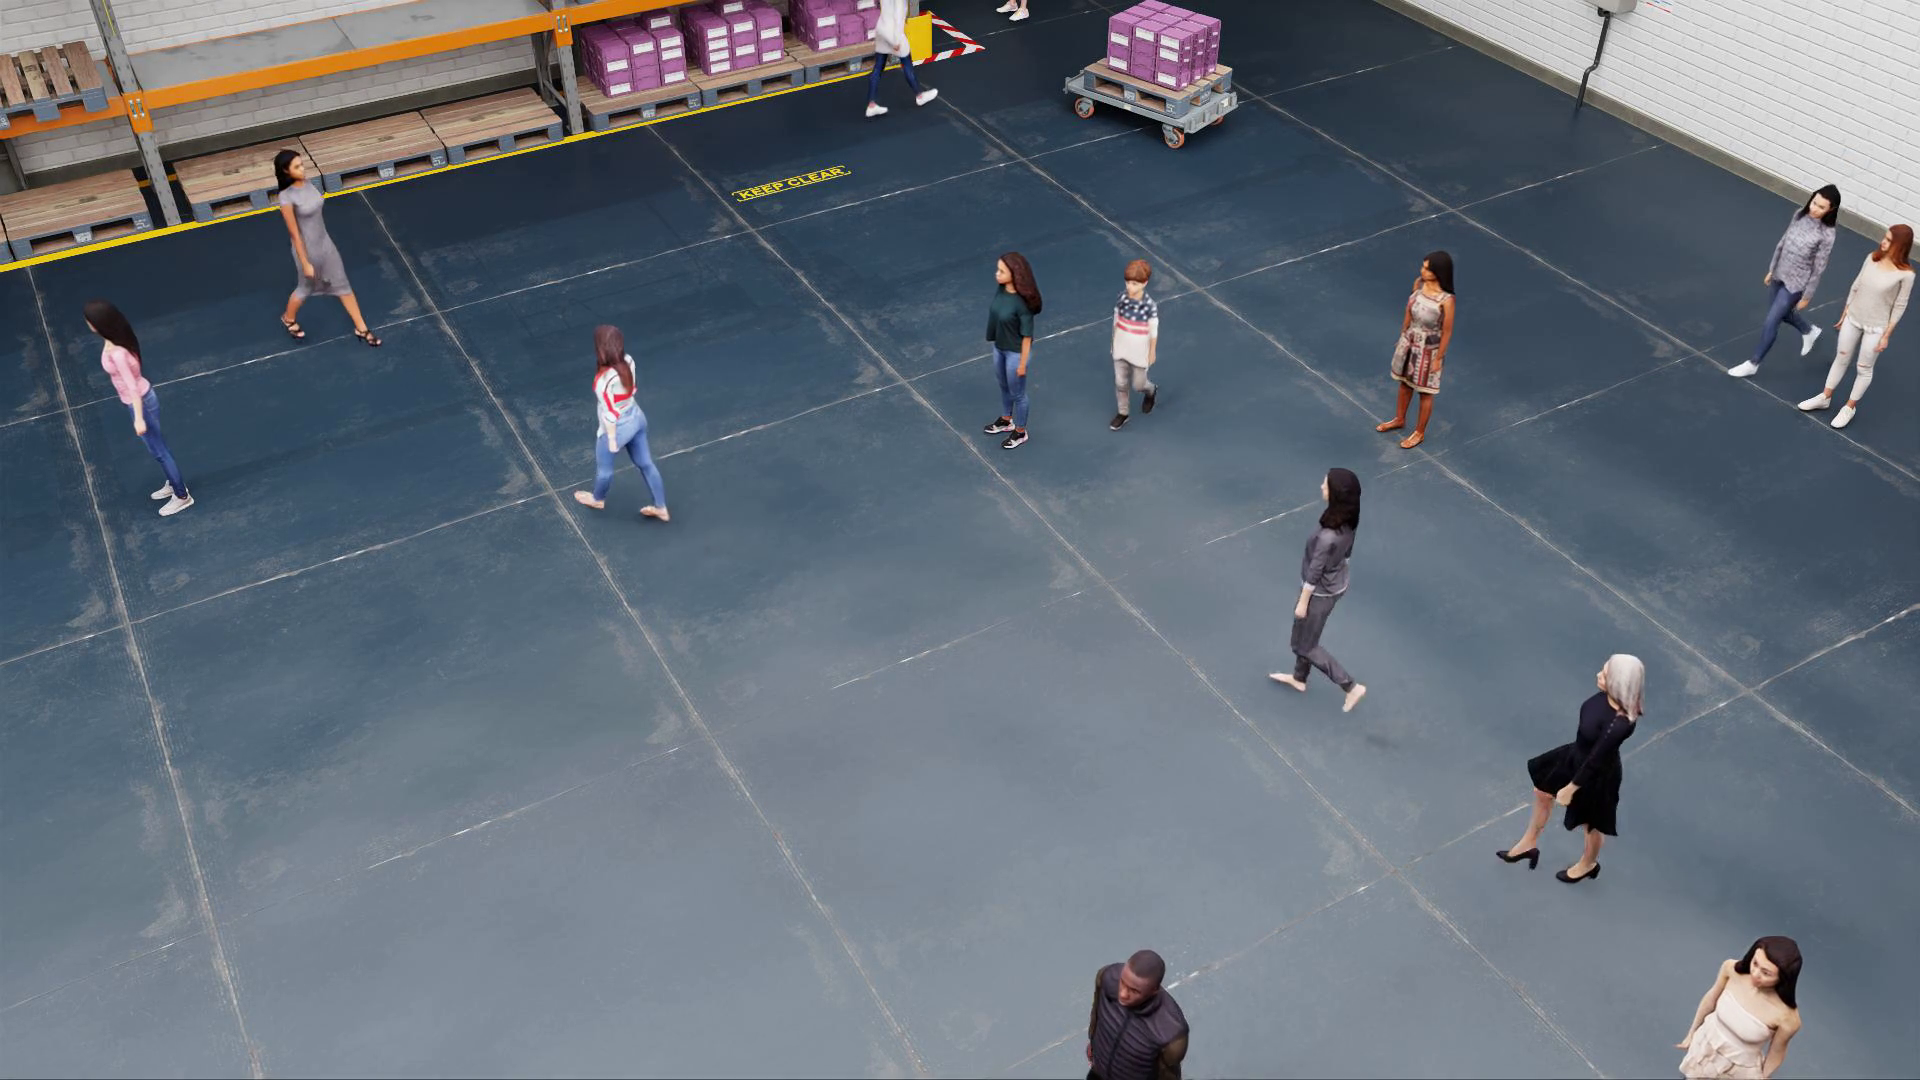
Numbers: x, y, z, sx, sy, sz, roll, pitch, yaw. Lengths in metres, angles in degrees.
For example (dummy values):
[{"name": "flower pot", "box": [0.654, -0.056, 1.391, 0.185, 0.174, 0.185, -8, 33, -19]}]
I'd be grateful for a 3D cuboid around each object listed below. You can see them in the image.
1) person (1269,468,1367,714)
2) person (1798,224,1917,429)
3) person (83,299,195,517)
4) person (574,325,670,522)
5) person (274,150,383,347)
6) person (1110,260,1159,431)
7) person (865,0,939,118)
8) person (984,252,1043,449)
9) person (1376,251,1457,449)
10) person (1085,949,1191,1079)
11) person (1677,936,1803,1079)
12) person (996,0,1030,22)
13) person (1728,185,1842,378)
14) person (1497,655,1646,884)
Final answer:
[{"name": "person", "box": [2.291, 0.354, 10.168, 0.896, 1.744, 0.935, 24, 45, 27]}, {"name": "person", "box": [6.954, -1.664, 12.723, 0.544, 1.708, 0.583, -18, 42, -22]}, {"name": "person", "box": [-5.829, -0.961, 11.816, 0.496, 1.741, 0.560, -18, 42, -22]}, {"name": "person", "box": [-2.301, -0.777, 11.712, 0.994, 1.584, 1.000, 16, 41, 19]}, {"name": "person", "box": [-5.352, -2.331, 13.533, 1.138, 1.739, 1.083, 10, 40, 13]}, {"name": "person", "box": [1.355, -1.522, 12.768, 0.671, 1.430, 0.786, 24, 44, 27]}, {"name": "person", "box": [-0.786, -5.182, 17.103, 1.081, 1.740, 0.690, -24, 45, -27]}, {"name": "person", "box": [0.394, -1.437, 12.513, 0.575, 1.616, 0.587, -18, 42, -22]}, {"name": "person", "box": [3.491, -1.454, 12.513, 0.521, 1.643, 0.651, -18, 42, -22]}, {"name": "person", "box": [0.842, 2.400, 7.544, 0.728, 1.822, 0.769, -26, 45, -29]}, {"name": "person", "box": [3.524, 2.392, 7.623, 0.524, 1.735, 0.563, -18, 42, -22]}, {"name": "person", "box": [0.658, -6.957, 19.318, 0.519, 1.749, 0.559, -18, 42, -22]}, {"name": "person", "box": [6.689, -2.062, 13.221, 1.091, 1.708, 0.819, -8, 39, -10]}, {"name": "person", "box": [3.499, 1.291, 9.003, 0.906, 1.732, 0.845, 9, 39, 11]}]
